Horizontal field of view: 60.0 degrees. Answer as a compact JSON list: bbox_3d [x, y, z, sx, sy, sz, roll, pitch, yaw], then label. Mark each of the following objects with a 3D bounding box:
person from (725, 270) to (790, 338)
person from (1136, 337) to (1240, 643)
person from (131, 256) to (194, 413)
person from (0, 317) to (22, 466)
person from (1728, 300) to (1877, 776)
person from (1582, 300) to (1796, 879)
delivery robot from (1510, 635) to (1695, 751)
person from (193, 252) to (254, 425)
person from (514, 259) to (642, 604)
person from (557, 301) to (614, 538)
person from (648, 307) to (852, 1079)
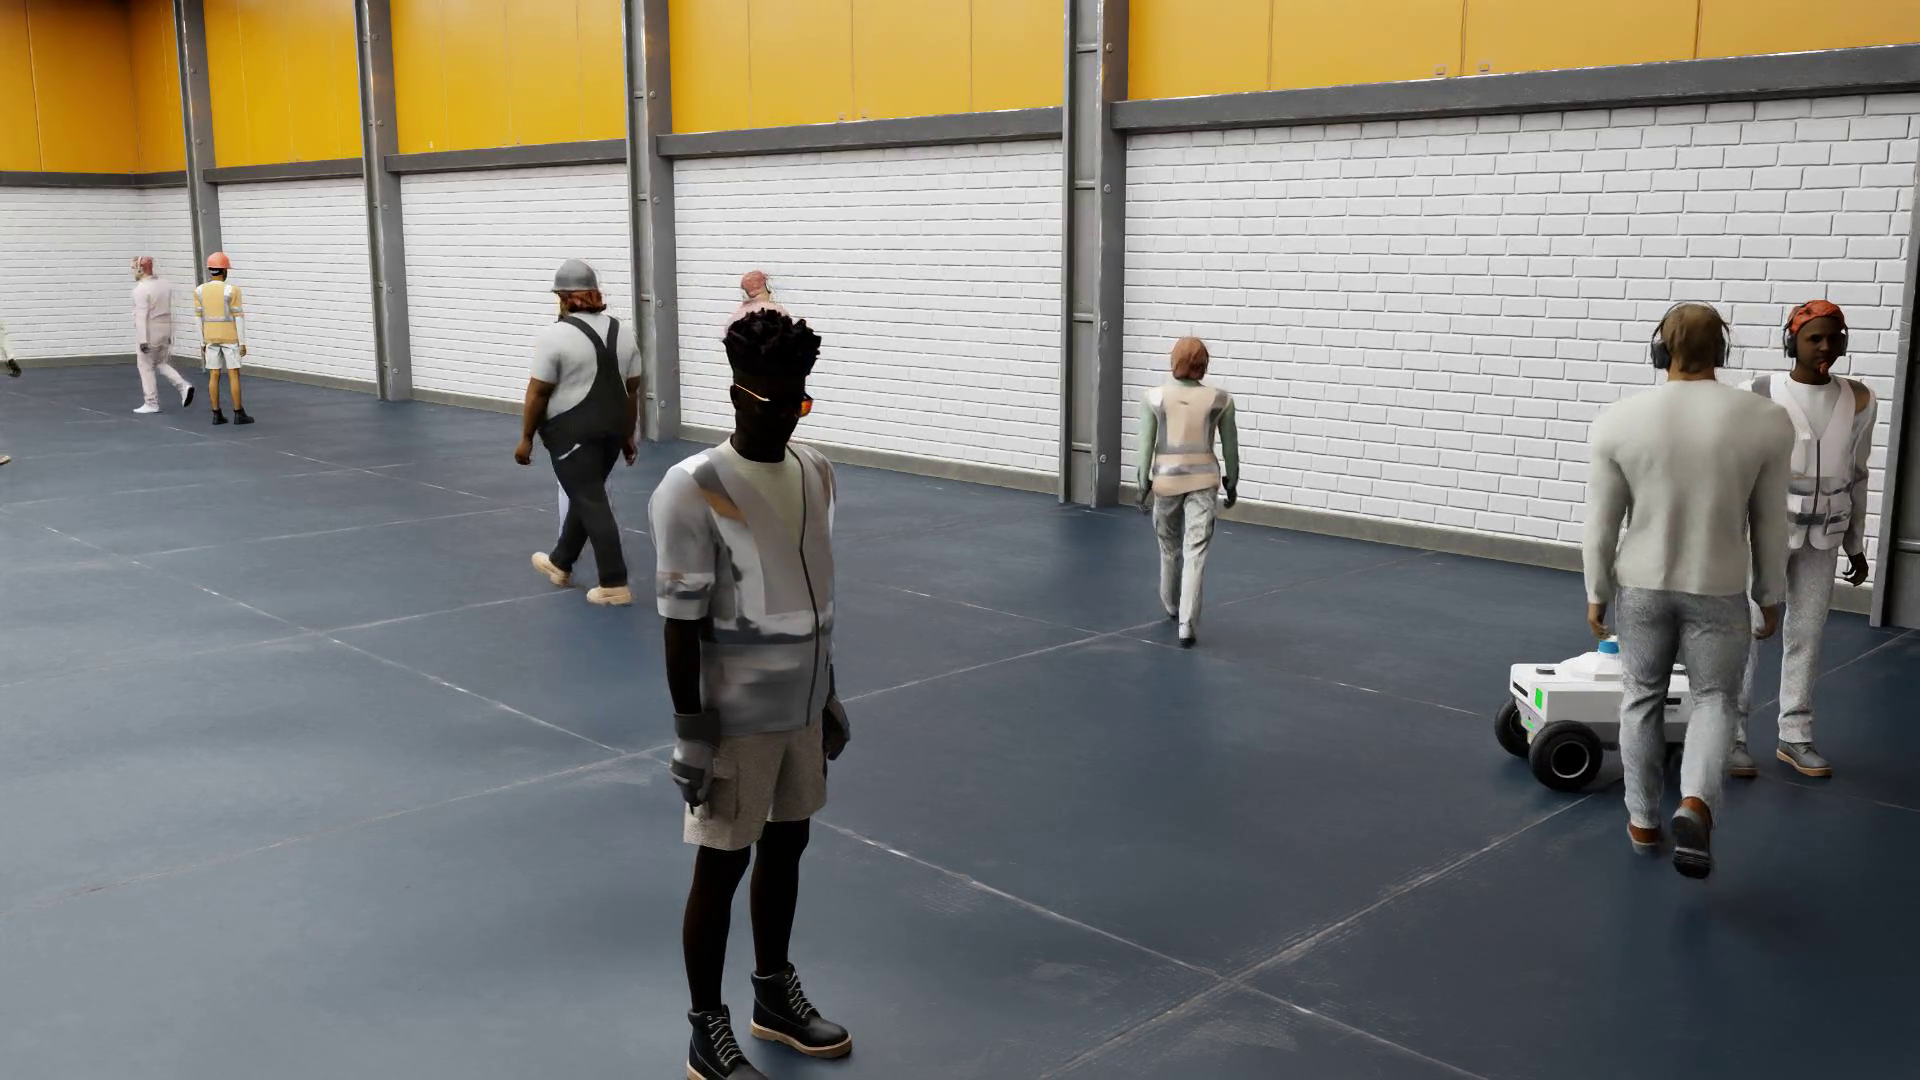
[{"bbox_3d":[-1.428,-1.071,12.470,0.742,1.873,0.396,10,14,42],"label":"person"},{"bbox_3d":[1.222,-0.286,8.915,0.541,1.583,0.878,2,11,9],"label":"person"},{"bbox_3d":[-9.645,-2.460,19.969,0.589,1.885,0.662,2,11,8],"label":"person"},{"bbox_3d":[-8.994,-1.629,15.242,0.958,1.947,0.635,5,11,24],"label":"person"},{"bbox_3d":[3.285,0.003,6.557,0.573,1.883,0.353,0,10,1],"label":"person"},{"bbox_3d":[2.383,0.173,5.518,0.638,1.924,0.712,4,11,23],"label":"person"},{"bbox_3d":[2.562,0.620,6.564,0.707,0.478,0.477,0,10,0],"label":"delivery robot"},{"bbox_3d":[-8.322,-2.266,18.780,0.547,1.938,0.377,1,10,4],"label":"person"},{"bbox_3d":[-2.265,-0.665,9.769,1.016,2.000,0.697,7,13,34],"label":"person"},{"bbox_3d":[-2.525,-0.758,11.041,0.522,1.765,0.317,-3,11,-18],"label":"person"},{"bbox_3d":[-0.485,0.408,4.142,0.383,1.956,0.614,7,12,33],"label":"person"}]
